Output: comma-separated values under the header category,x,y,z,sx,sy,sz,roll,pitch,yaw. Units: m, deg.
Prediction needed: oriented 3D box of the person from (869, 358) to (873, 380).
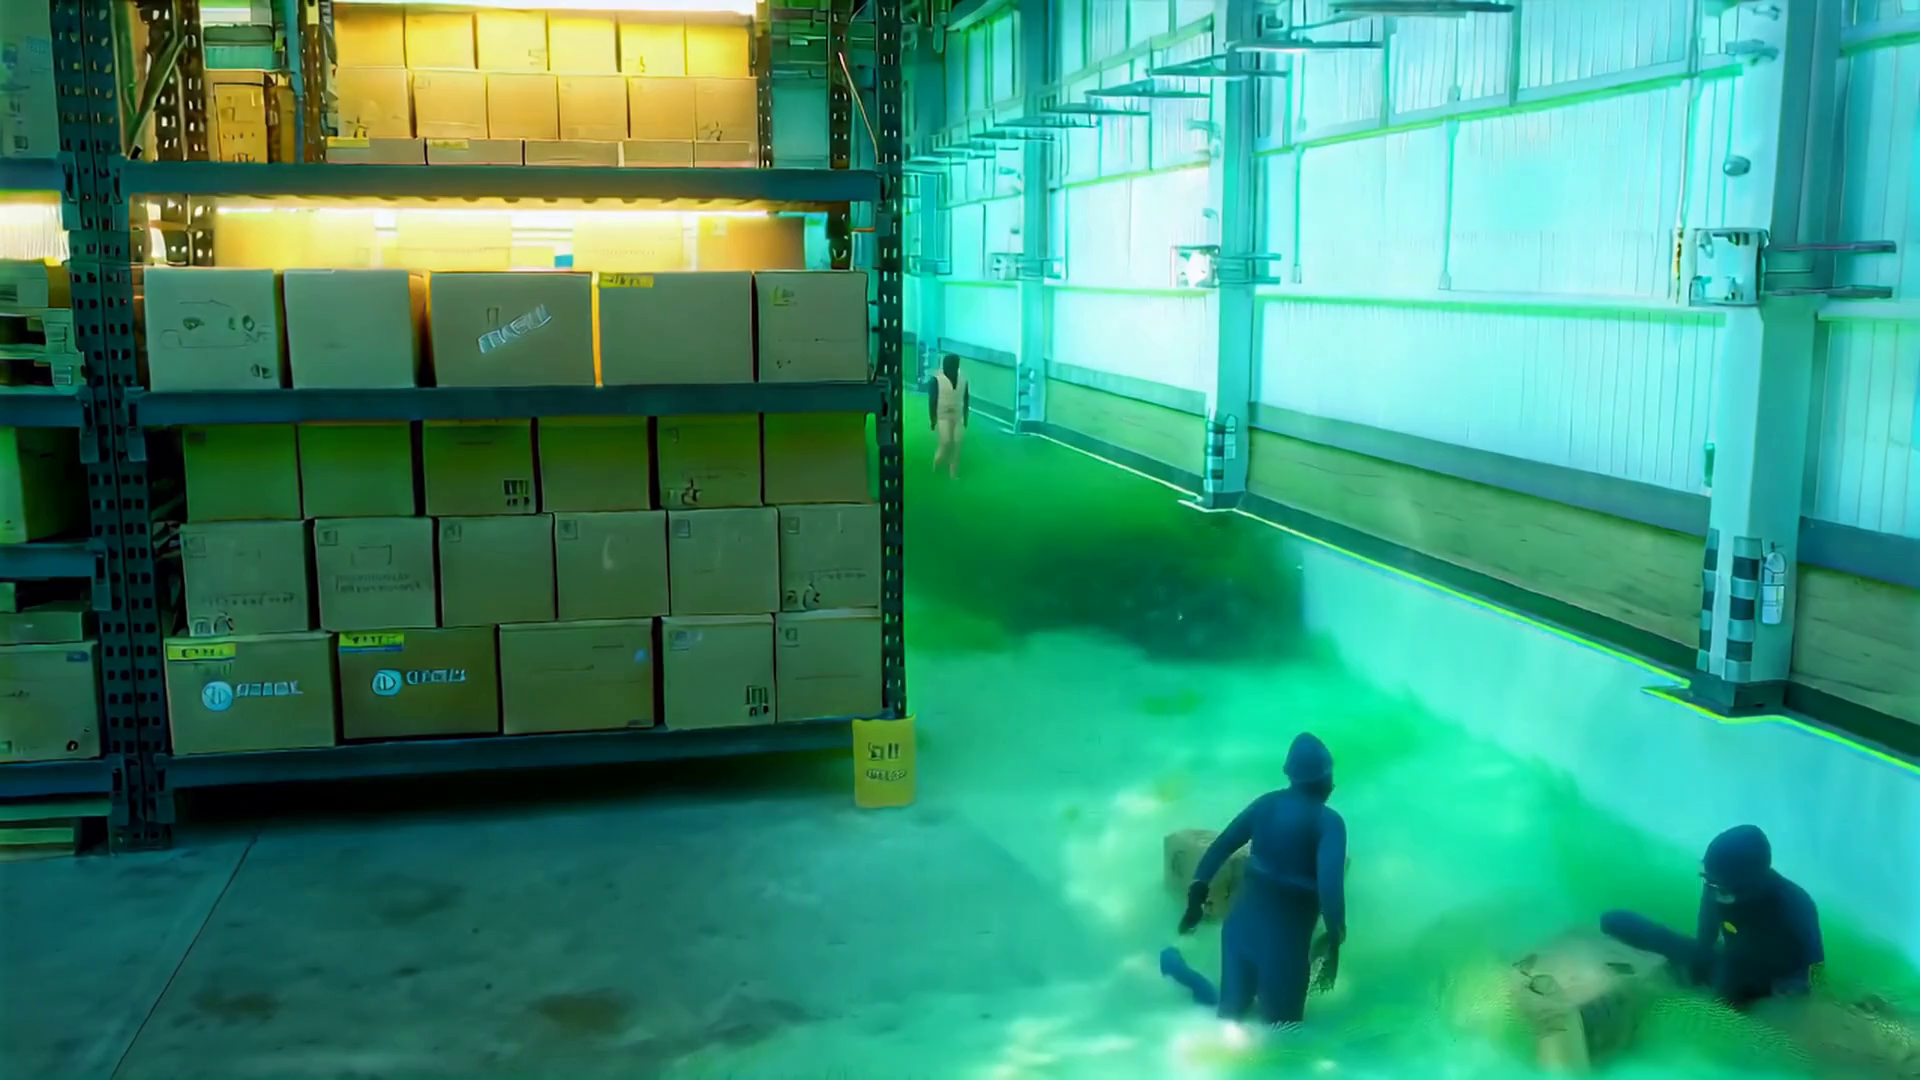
category,x,y,z,sx,sy,sz,roll,pitch,yaw
person,-1.677,-2.329,26.718,0.642,1.975,0.510,-4,10,-23

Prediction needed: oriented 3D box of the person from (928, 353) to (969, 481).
category,x,y,z,sx,sy,sz,roll,pitch,yaw
person,-0.141,-1.736,23.584,0.643,1.828,0.442,-6,11,-31
